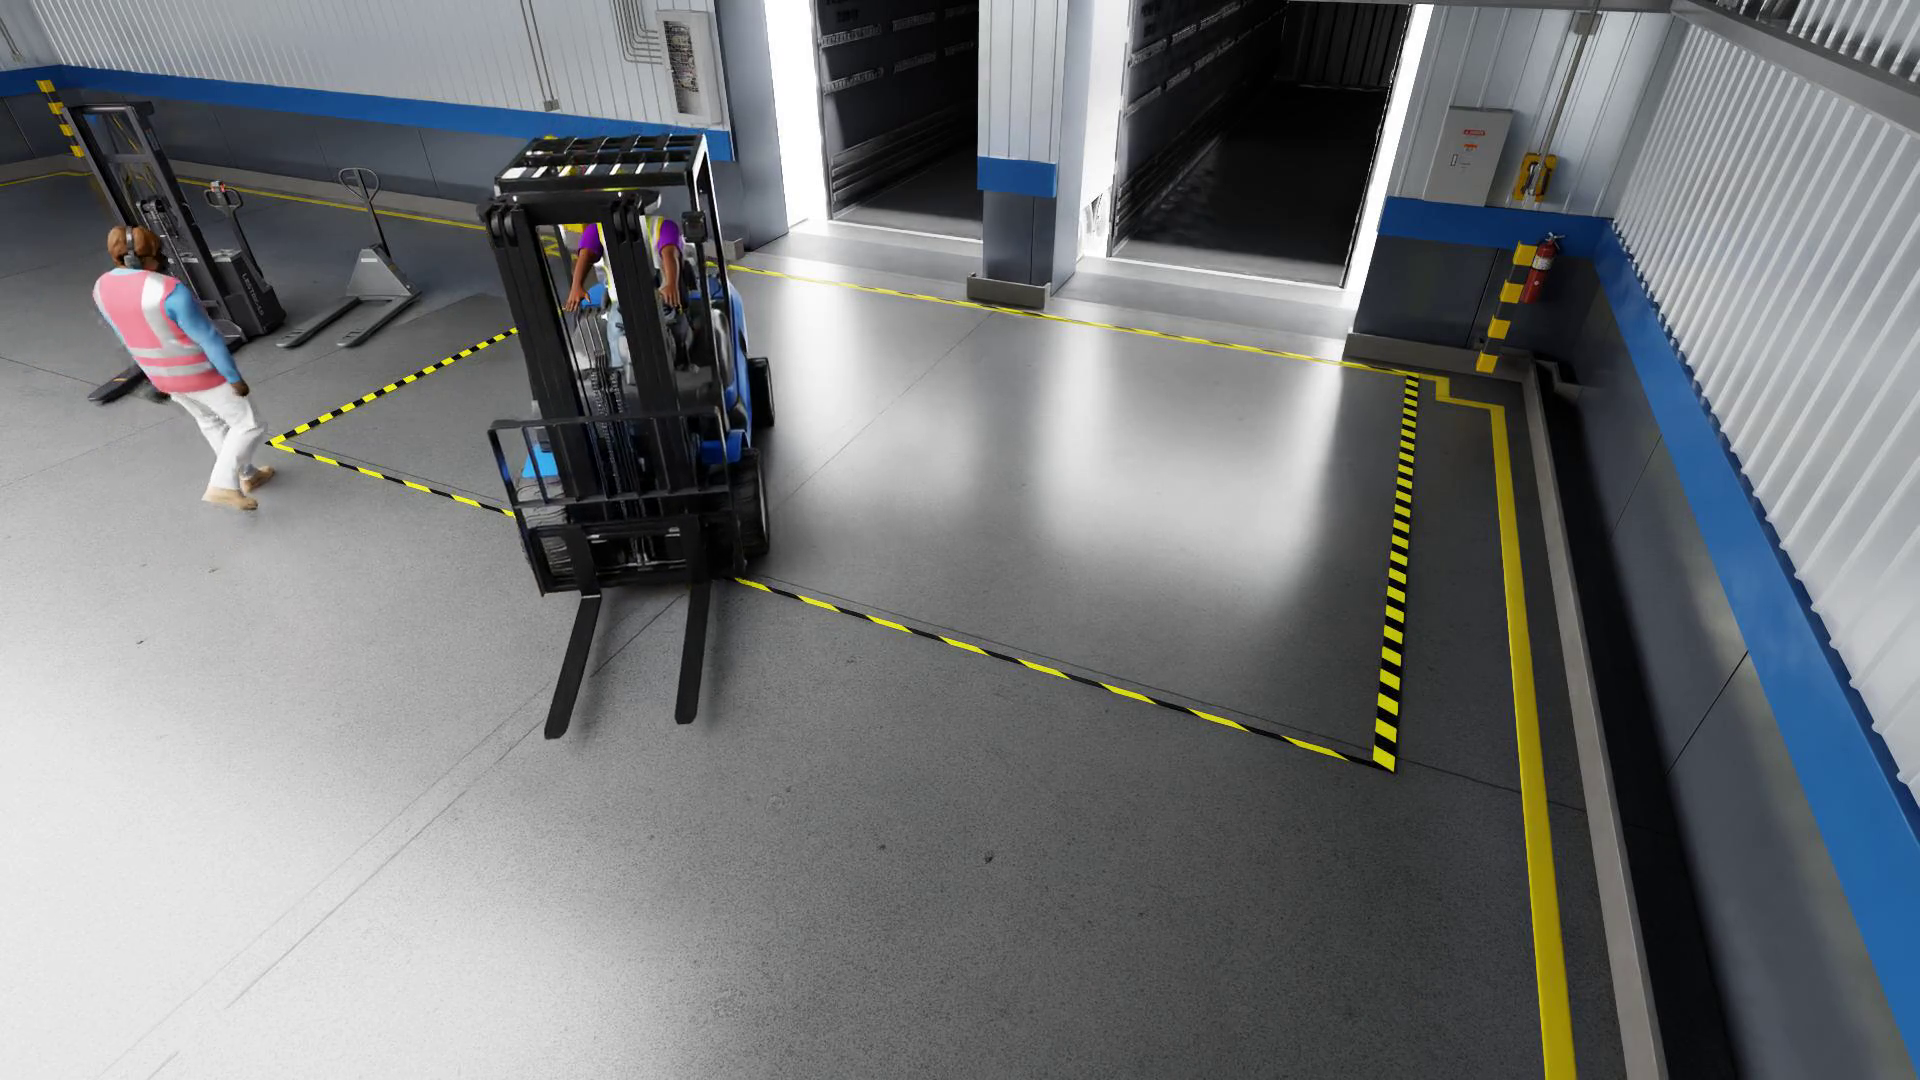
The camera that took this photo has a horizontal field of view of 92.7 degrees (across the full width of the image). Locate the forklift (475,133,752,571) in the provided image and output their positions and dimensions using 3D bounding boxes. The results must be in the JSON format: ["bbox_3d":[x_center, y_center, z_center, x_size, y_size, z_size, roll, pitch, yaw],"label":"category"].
[{"bbox_3d":[-1.952,-1.306,5.577,1.157,2.036,2.680,-5,35,-7],"label":"forklift"}]

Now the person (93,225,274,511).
[{"bbox_3d":[-4.701,-0.993,5.598,0.642,1.807,0.687,7,36,9],"label":"person"}]

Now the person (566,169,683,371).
[{"bbox_3d":[-1.950,-1.425,5.421,0.635,1.294,1.004,-5,35,-7],"label":"person"}]

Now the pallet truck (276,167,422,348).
[{"bbox_3d":[-5.732,-2.611,8.414,0.680,1.201,1.601,-1,35,-1],"label":"pallet truck"}]

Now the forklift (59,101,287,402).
[{"bbox_3d":[-6.686,-2.387,7.434,0.823,1.965,1.885,-3,35,-5],"label":"forklift"}]
